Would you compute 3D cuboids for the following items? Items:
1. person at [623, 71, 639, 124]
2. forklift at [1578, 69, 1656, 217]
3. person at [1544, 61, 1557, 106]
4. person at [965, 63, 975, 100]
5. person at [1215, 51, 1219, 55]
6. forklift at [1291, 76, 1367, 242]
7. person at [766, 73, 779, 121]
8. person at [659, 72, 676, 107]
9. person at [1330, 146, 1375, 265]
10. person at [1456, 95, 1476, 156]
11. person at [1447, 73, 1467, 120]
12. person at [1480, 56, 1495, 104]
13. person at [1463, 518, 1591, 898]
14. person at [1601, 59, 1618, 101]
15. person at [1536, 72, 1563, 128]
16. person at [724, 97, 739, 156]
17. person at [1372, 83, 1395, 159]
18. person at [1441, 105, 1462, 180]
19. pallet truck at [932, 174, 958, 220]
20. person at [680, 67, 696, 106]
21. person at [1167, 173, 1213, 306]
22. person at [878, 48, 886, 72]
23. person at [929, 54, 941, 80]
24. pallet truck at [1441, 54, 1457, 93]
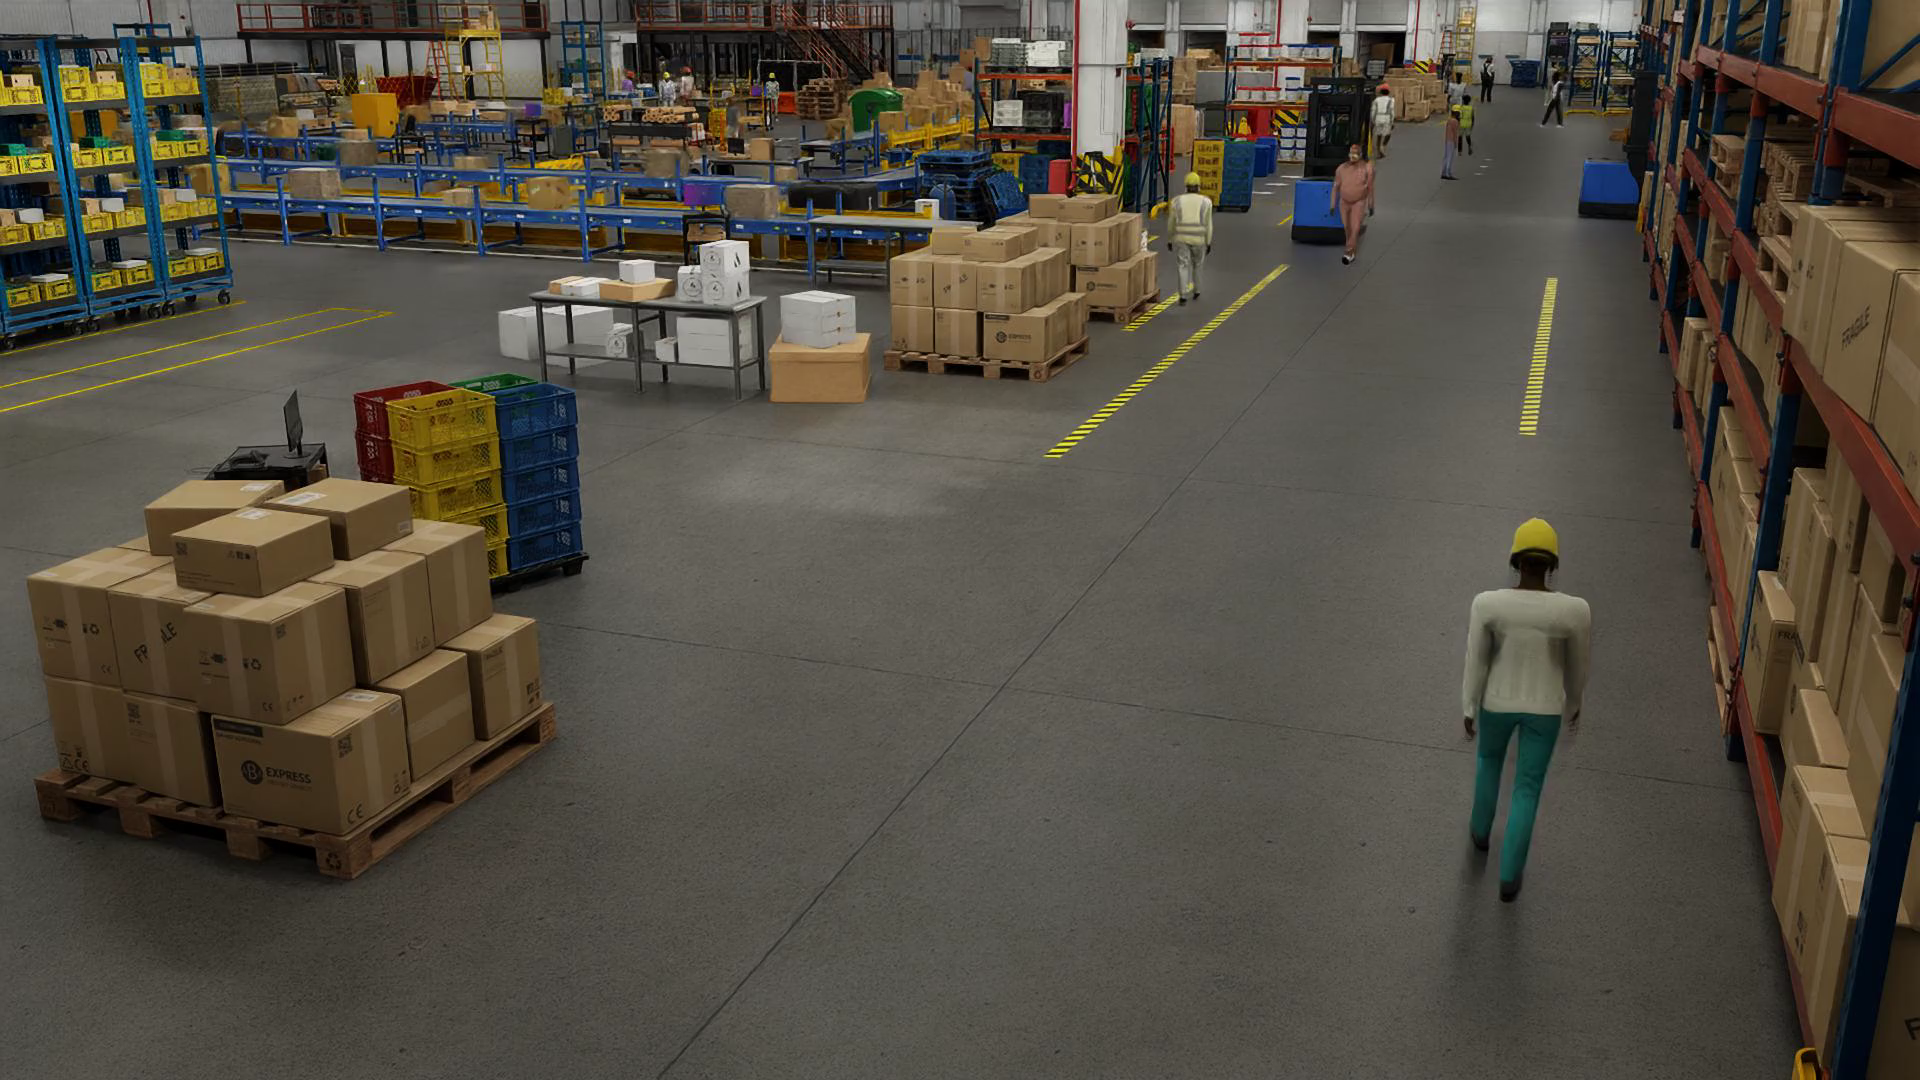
[{"bbox_3d":[-11.779,-15.761,59.336,0.969,1.864,0.600,-12,21,-33],"label":"person"},{"bbox_3d":[13.219,-7.740,32.475,1.873,2.768,1.129,6,19,18],"label":"forklift"},{"bbox_3d":[25.305,-19.531,71.187,0.322,1.861,0.520,-10,20,-30],"label":"person"},{"bbox_3d":[0.441,-18.474,67.823,1.035,1.879,0.553,15,23,39],"label":"person"},{"bbox_3d":[13.968,-25.772,90.803,0.541,1.851,0.533,-16,24,-41],"label":"person"},{"bbox_3d":[6.598,-6.755,29.381,1.129,2.768,1.873,6,19,19],"label":"forklift"},{"bbox_3d":[-6.899,-16.311,61.253,0.484,1.744,0.297,-1,18,-5],"label":"person"},{"bbox_3d":[-10.429,-15.751,59.348,0.596,1.831,0.403,-8,19,-25],"label":"person"},{"bbox_3d":[6.243,-5.352,26.622,0.673,1.856,0.991,10,20,29],"label":"person"},{"bbox_3d":[14.122,-11.575,46.453,0.546,1.685,0.542,-2,18,-5],"label":"person"},{"bbox_3d":[16.897,-14.910,56.577,0.617,1.930,1.002,6,18,17],"label":"person"},{"bbox_3d":[23.166,-20.179,72.921,0.537,2.000,0.679,-13,22,-36],"label":"person"},{"bbox_3d":[2.612,0.736,7.715,0.528,1.734,0.790,7,19,21],"label":"person"},{"bbox_3d":[29.233,-20.643,74.636,0.647,1.882,0.646,10,20,28],"label":"person"},{"bbox_3d":[20.610,-15.289,57.817,0.960,1.871,0.608,-2,18,-8],"label":"person"},{"bbox_3d":[-6.401,-11.554,46.509,0.518,1.613,0.508,15,23,39],"label":"person"},{"bbox_3d":[11.607,-11.478,45.593,0.632,2.032,0.420,10,20,29],"label":"person"},{"bbox_3d":[11.871,-9.591,40.103,0.327,1.765,0.528,-2,18,-5],"label":"person"},{"bbox_3d":[-0.507,-5.292,27.348,0.653,1.274,1.630,6,19,19],"label":"pallet truck"},{"bbox_3d":[-9.861,-16.321,60.934,0.871,1.963,0.617,12,21,33],"label":"person"},{"bbox_3d":[3.190,-4.184,23.088,0.625,1.777,0.945,3,18,10],"label":"person"},{"bbox_3d":[-4.486,-27.340,95.741,0.516,1.844,0.332,-12,21,-32],"label":"person"},{"bbox_3d":[-1.253,-23.099,82.392,0.613,1.869,1.022,5,18,14],"label":"person"},{"bbox_3d":[22.765,-21.886,78.355,0.823,1.965,1.885,-4,18,-14],"label":"pallet truck"}]
